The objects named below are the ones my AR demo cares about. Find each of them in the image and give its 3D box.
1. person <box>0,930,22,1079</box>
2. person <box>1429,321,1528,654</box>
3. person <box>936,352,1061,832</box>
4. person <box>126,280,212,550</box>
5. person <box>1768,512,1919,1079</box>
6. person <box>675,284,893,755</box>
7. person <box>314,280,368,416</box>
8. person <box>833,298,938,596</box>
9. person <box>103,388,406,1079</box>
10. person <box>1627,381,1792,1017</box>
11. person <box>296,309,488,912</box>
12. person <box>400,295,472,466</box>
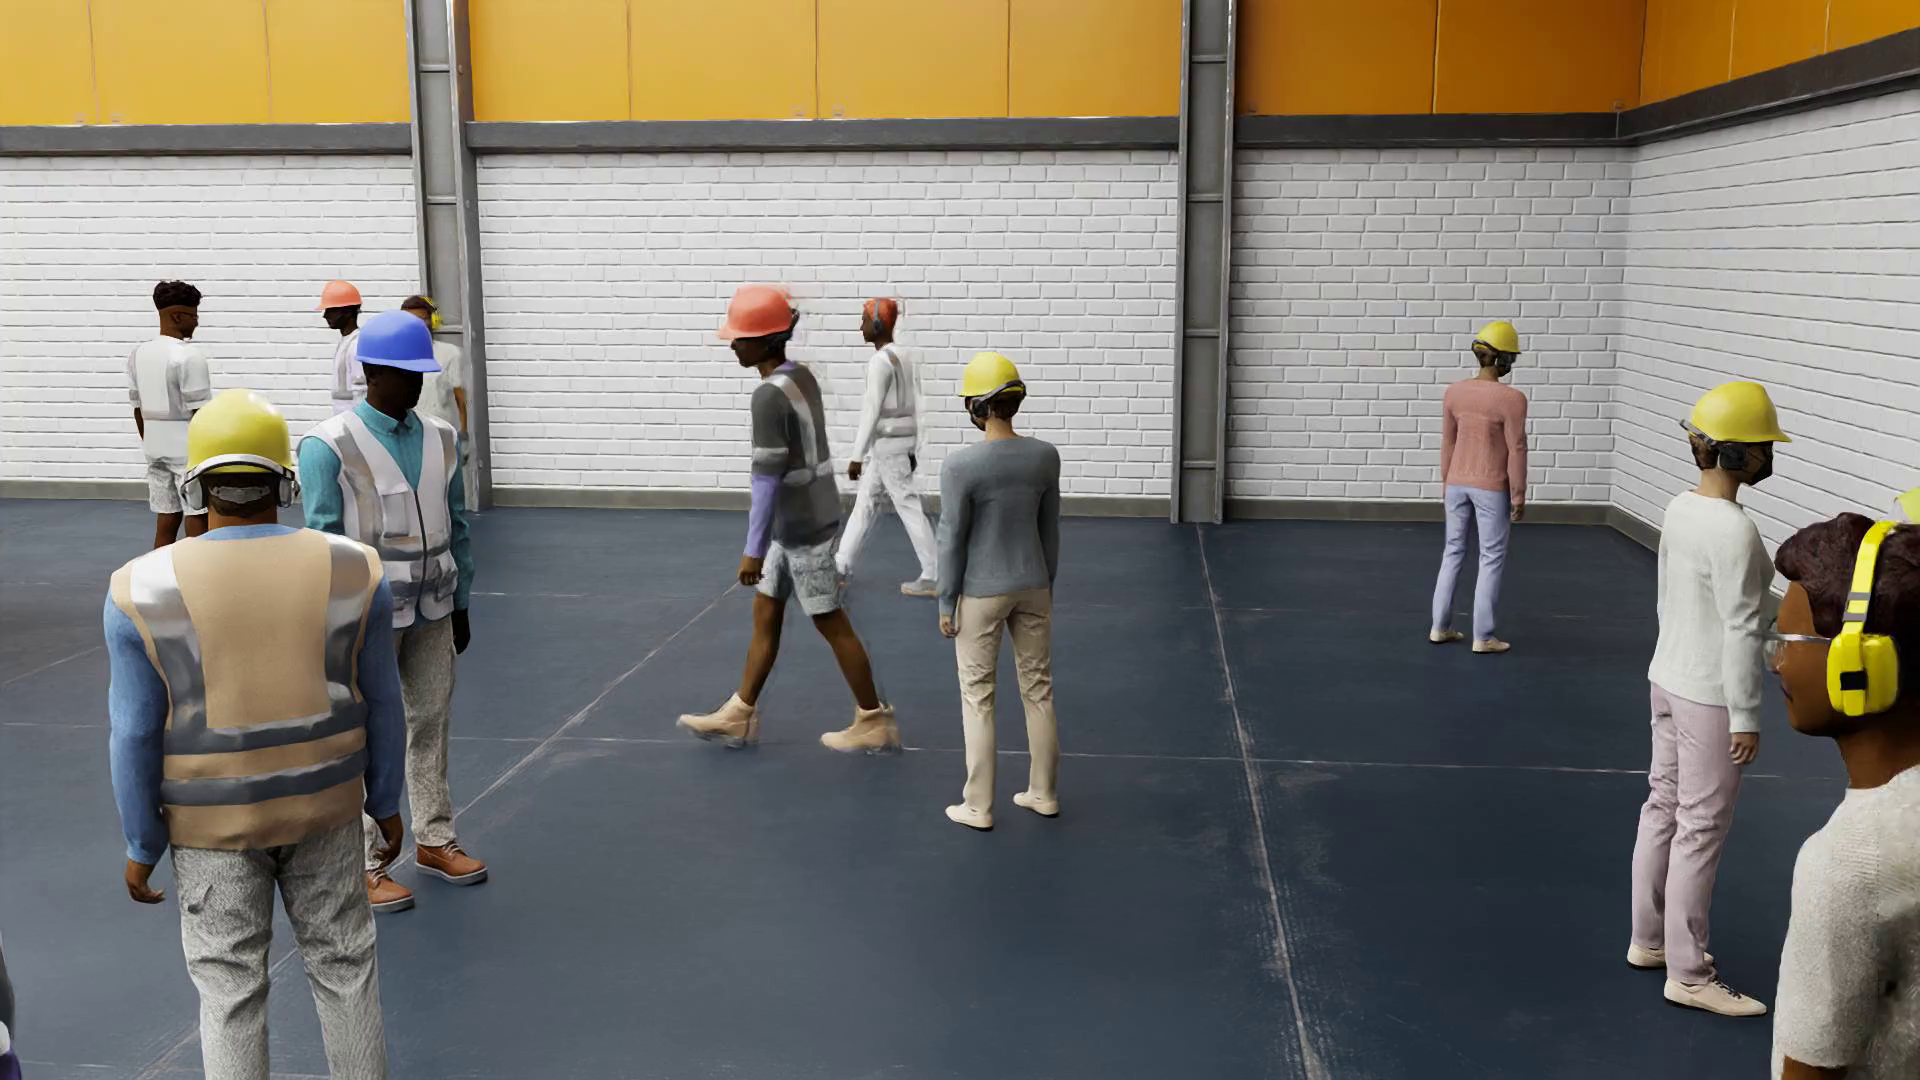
[{"bbox_3d":[-1.239,0.785,1.914,0.607,2.044,0.374,6,11,29],"label":"person"},{"bbox_3d":[2.775,-0.273,8.806,0.341,1.755,0.532,-7,12,-34],"label":"person"},{"bbox_3d":[0.135,0.191,6.140,0.531,1.761,0.339,-6,11,-30],"label":"person"},{"bbox_3d":[-4.397,-0.483,9.413,0.600,1.958,0.379,5,11,28],"label":"person"},{"bbox_3d":[1.160,0.885,1.983,0.914,1.828,0.513,9,13,41],"label":"person"},{"bbox_3d":[-0.735,-0.058,6.893,0.970,1.983,0.633,0,10,1],"label":"person"},{"bbox_3d":[-4.034,-0.751,11.045,0.389,1.930,0.553,-5,11,-25],"label":"person"},{"bbox_3d":[-0.505,-0.562,10.226,0.972,1.828,0.603,2,10,10],"label":"person"},{"bbox_3d":[-1.527,0.585,3.660,0.600,1.830,0.403,-6,12,-31],"label":"person"},{"bbox_3d":[2.118,0.438,4.693,0.310,1.769,0.522,0,10,2],"label":"person"},{"bbox_3d":[-1.831,0.226,5.421,0.415,1.939,0.604,7,12,34],"label":"person"},{"bbox_3d":[-3.456,-0.673,10.854,0.536,1.842,0.760,-1,10,-6],"label":"person"}]
